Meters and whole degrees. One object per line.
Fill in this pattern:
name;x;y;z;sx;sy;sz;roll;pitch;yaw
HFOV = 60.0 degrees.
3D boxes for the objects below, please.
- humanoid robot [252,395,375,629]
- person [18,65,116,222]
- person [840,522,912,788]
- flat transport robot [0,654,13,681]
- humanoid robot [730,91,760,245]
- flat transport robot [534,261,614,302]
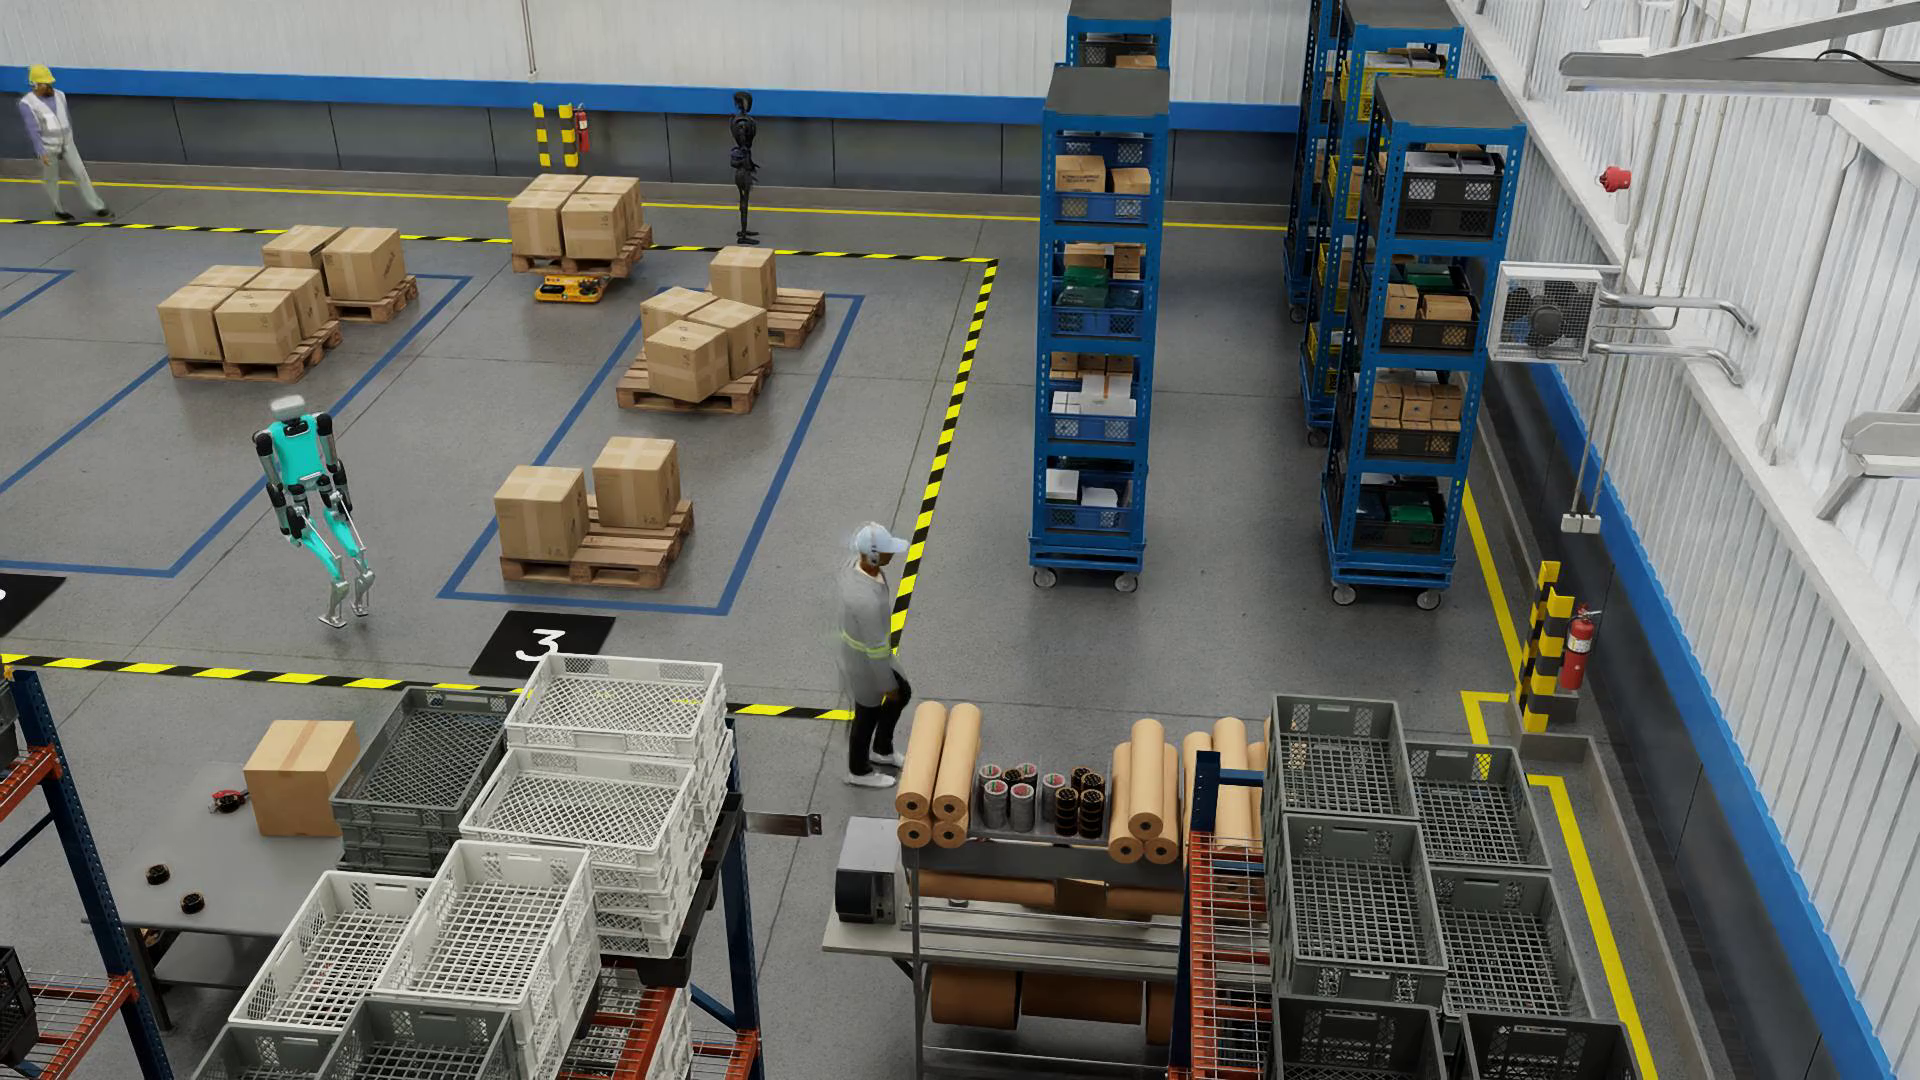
humanoid robot;-4.312;-0.137;11.321;0.533;1.672;0.735;-26;39;-37
person;-10.144;-4.438;18.776;0.881;1.792;0.610;16;34;25
person;-0.448;0.712;9.891;0.542;1.837;0.596;1;30;1
flat transport robot;-7.142;0.969;11.010;1.431;0.231;0.659;3;30;6
humanoid robot;-2.366;-4.123;18.342;0.315;1.655;0.599;-2;30;-3
flat transport robot;-3.962;-2.877;17.587;0.652;0.197;1.431;3;30;6
